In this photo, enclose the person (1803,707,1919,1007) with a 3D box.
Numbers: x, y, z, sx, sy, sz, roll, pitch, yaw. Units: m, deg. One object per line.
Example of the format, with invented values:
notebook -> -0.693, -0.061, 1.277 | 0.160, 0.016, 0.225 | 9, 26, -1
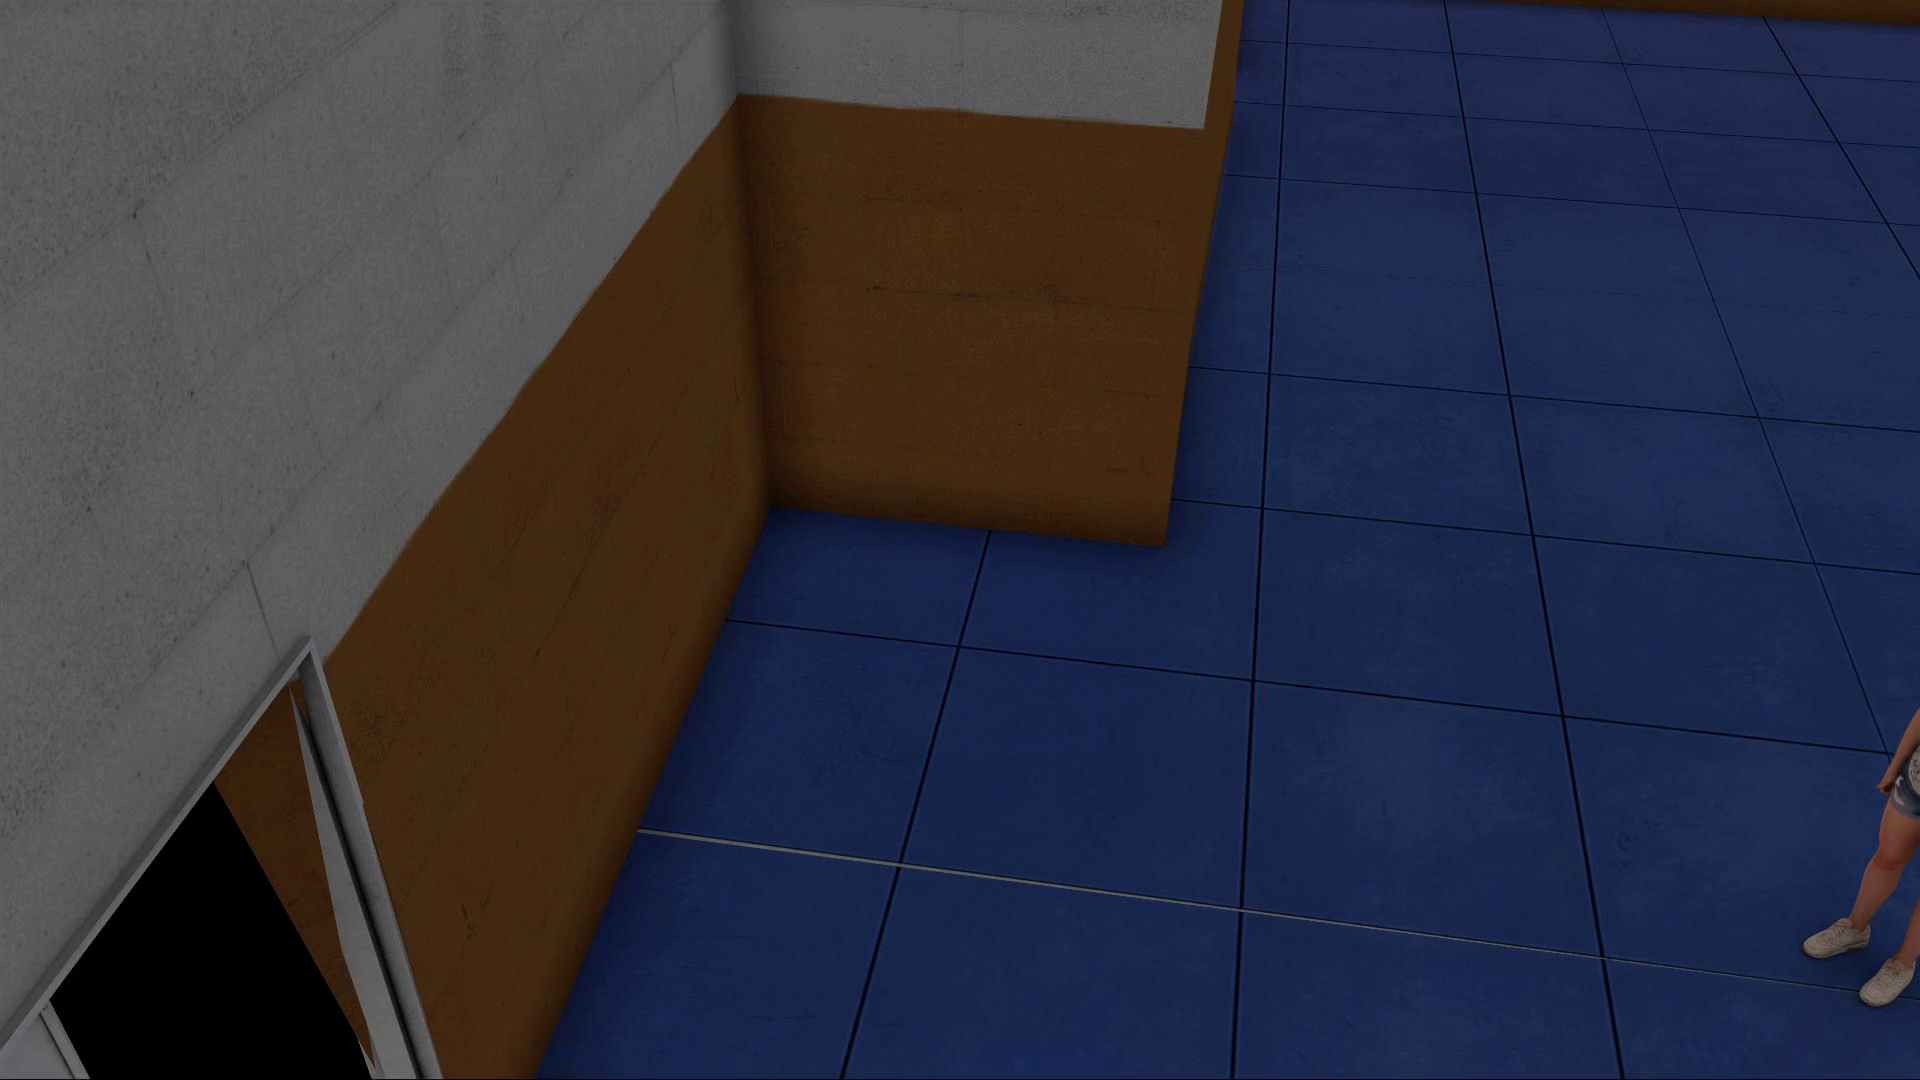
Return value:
person -> 3.341, 0.886, 5.606 | 0.683, 1.758, 0.653 | -17, 40, -21
